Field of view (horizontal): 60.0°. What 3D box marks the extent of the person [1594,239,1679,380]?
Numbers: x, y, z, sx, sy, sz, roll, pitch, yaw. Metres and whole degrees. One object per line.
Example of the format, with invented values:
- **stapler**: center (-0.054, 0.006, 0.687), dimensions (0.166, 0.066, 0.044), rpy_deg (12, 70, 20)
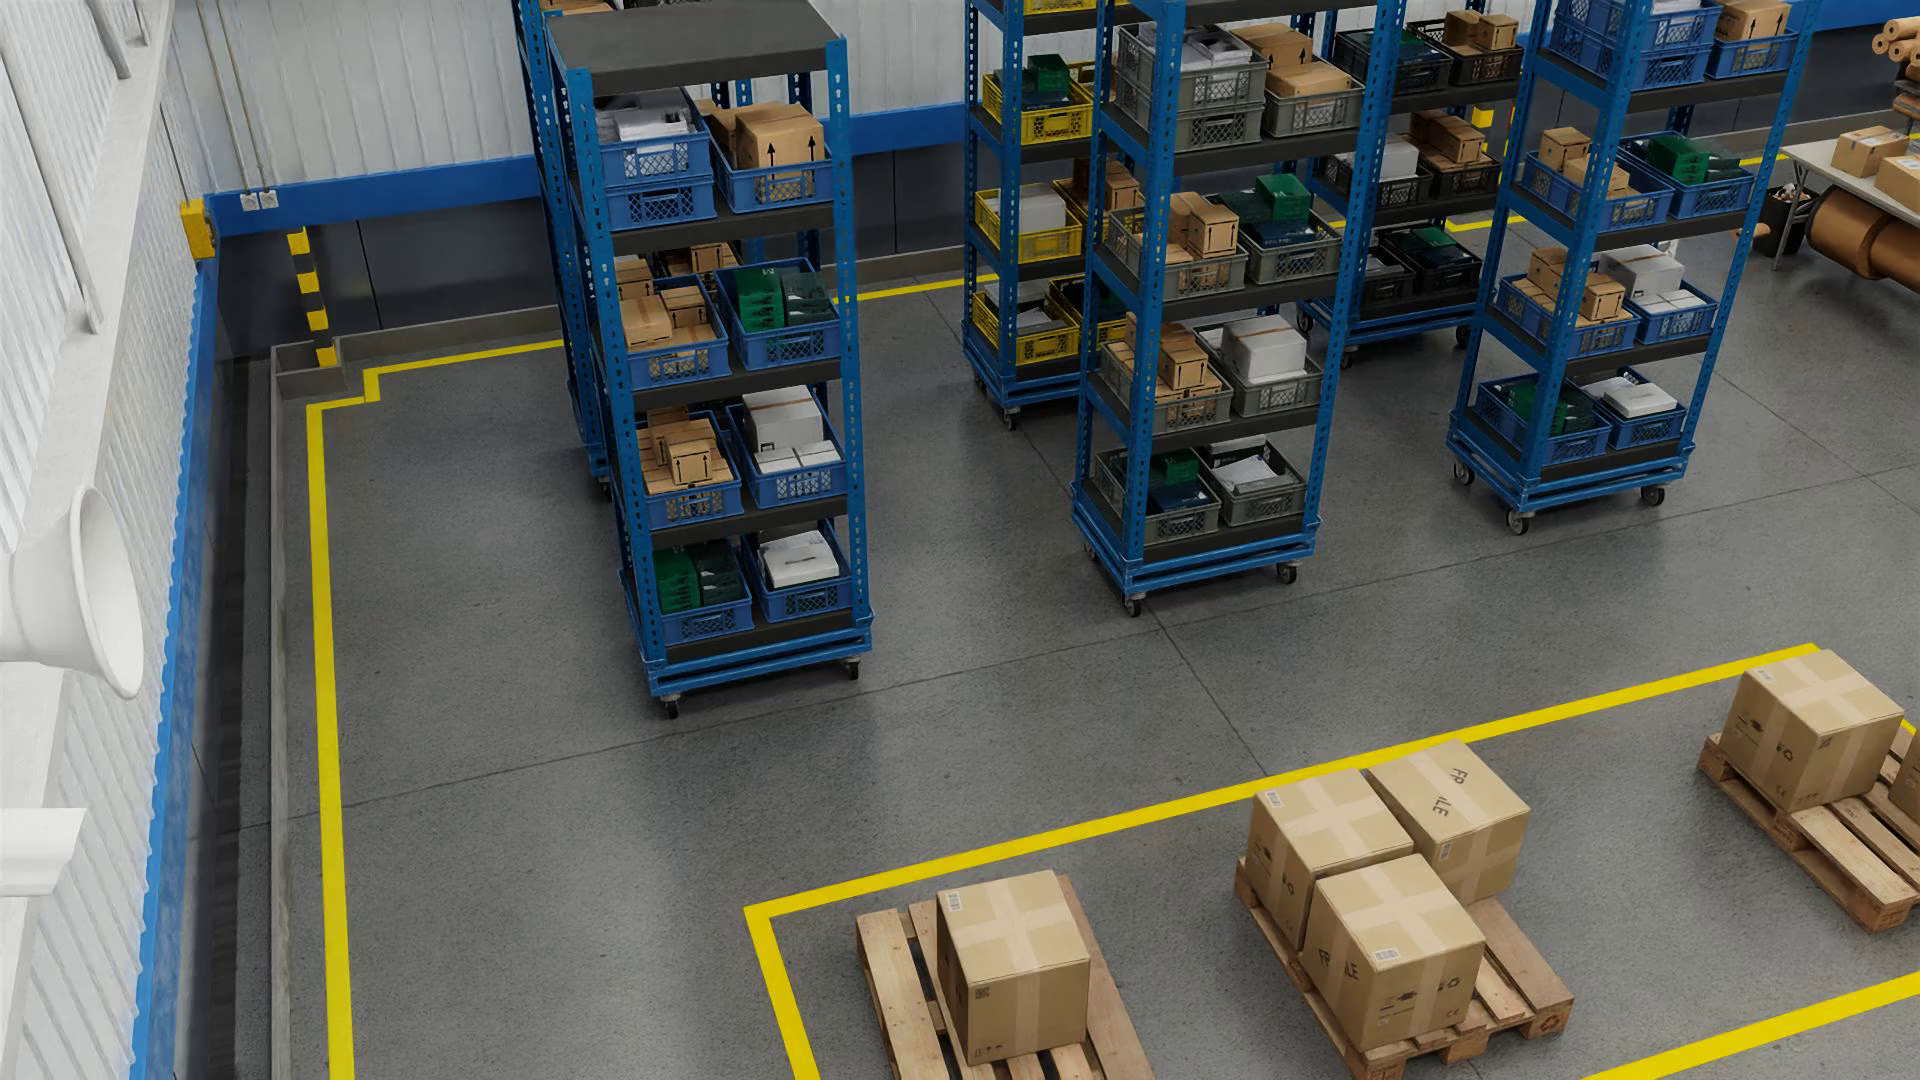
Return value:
- **person**: center (4.524, -1.787, 11.190), dimensions (0.573, 1.882, 0.356), rpy_deg (-5, 36, -8)
